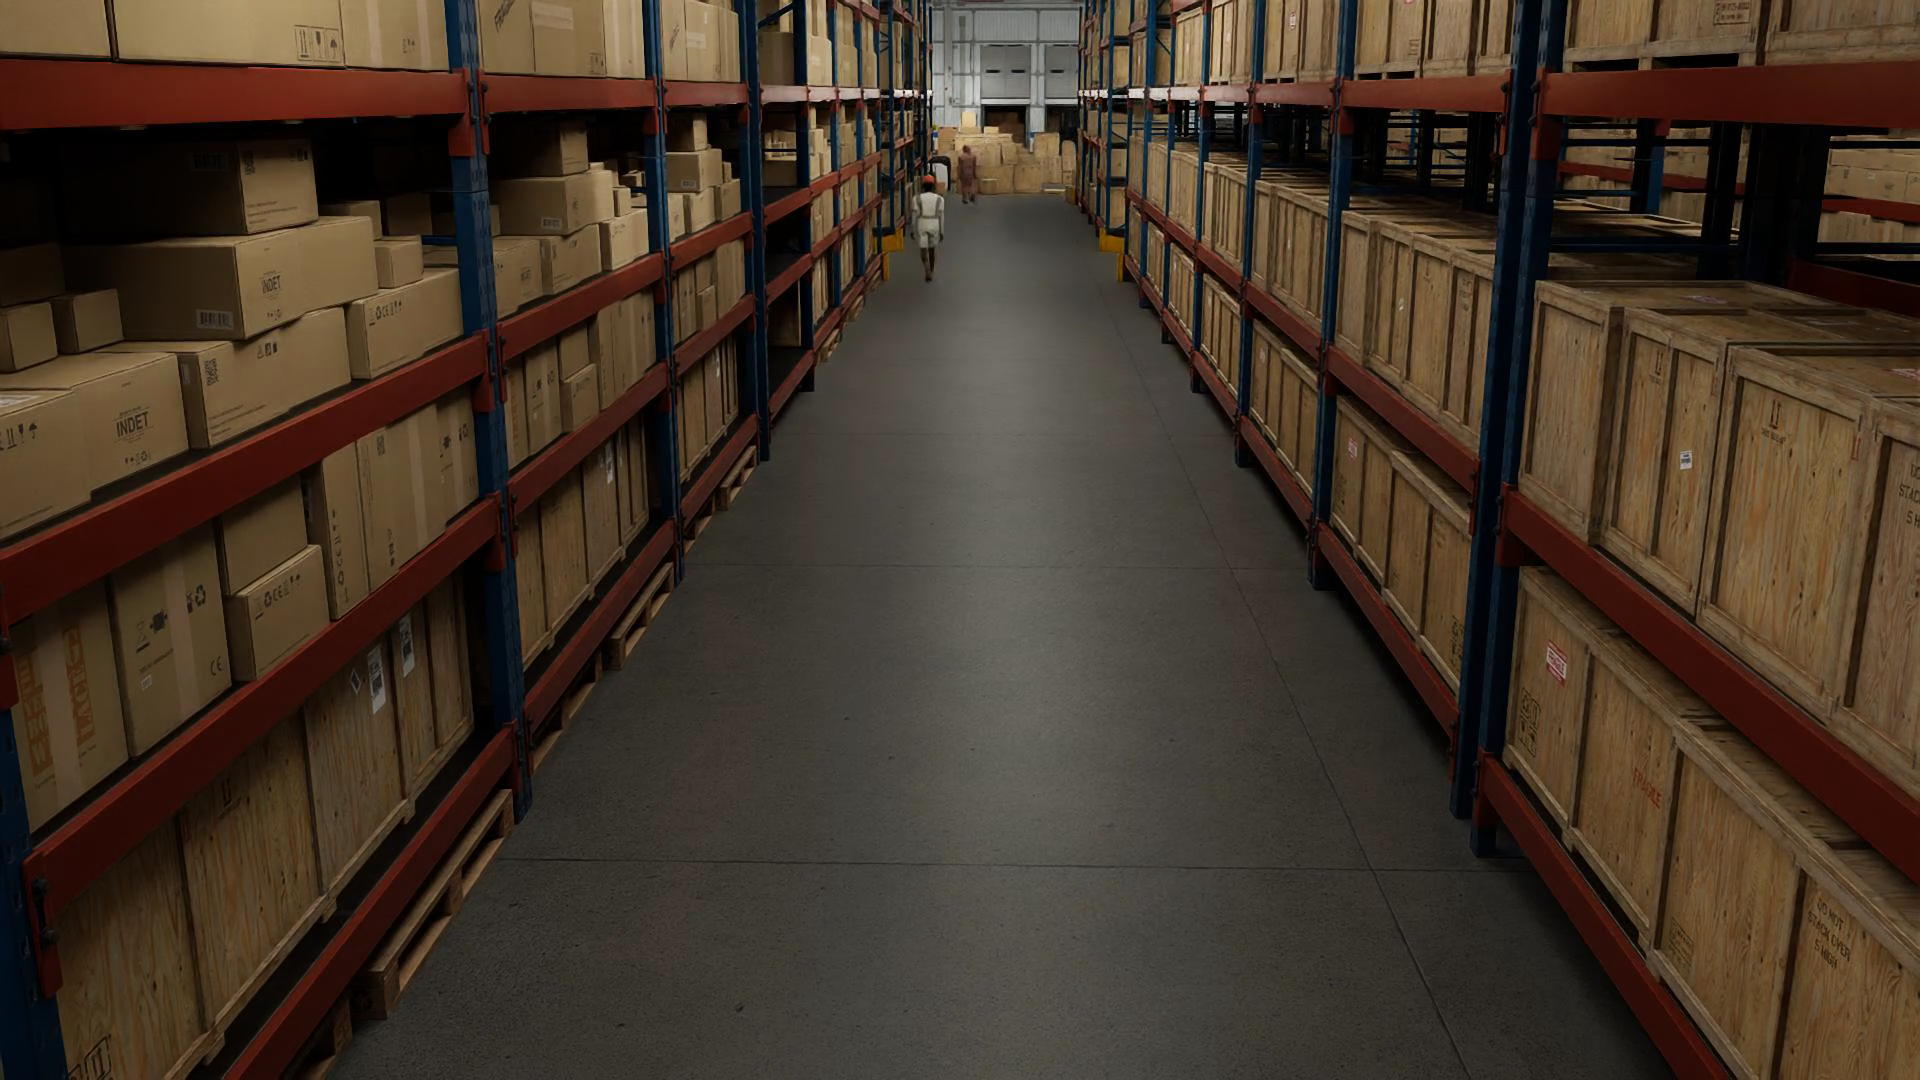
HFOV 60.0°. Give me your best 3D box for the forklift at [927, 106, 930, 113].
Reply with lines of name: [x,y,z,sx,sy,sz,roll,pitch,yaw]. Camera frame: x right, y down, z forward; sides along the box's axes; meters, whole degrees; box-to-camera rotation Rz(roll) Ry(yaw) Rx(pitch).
forklift: [-2.001,-20.667,84.687,1.129,2.768,1.873,0,15,2]

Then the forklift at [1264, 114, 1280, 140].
forklift: [11.025,-13.978,59.800,1.129,2.768,1.873,0,15,2]

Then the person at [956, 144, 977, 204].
person: [0.197,-11.783,53.500,0.676,1.891,0.431,-5,16,-17]

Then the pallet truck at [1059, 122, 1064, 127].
pallet truck: [5.788,-21.111,88.014,1.885,1.965,0.823,5,16,18]

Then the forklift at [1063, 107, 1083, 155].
forklift: [5.281,-18.644,77.159,1.129,2.768,1.873,-7,17,-24]

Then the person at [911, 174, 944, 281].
person: [-0.595,-5.824,31.121,0.615,2.013,0.889,-3,15,-9]
